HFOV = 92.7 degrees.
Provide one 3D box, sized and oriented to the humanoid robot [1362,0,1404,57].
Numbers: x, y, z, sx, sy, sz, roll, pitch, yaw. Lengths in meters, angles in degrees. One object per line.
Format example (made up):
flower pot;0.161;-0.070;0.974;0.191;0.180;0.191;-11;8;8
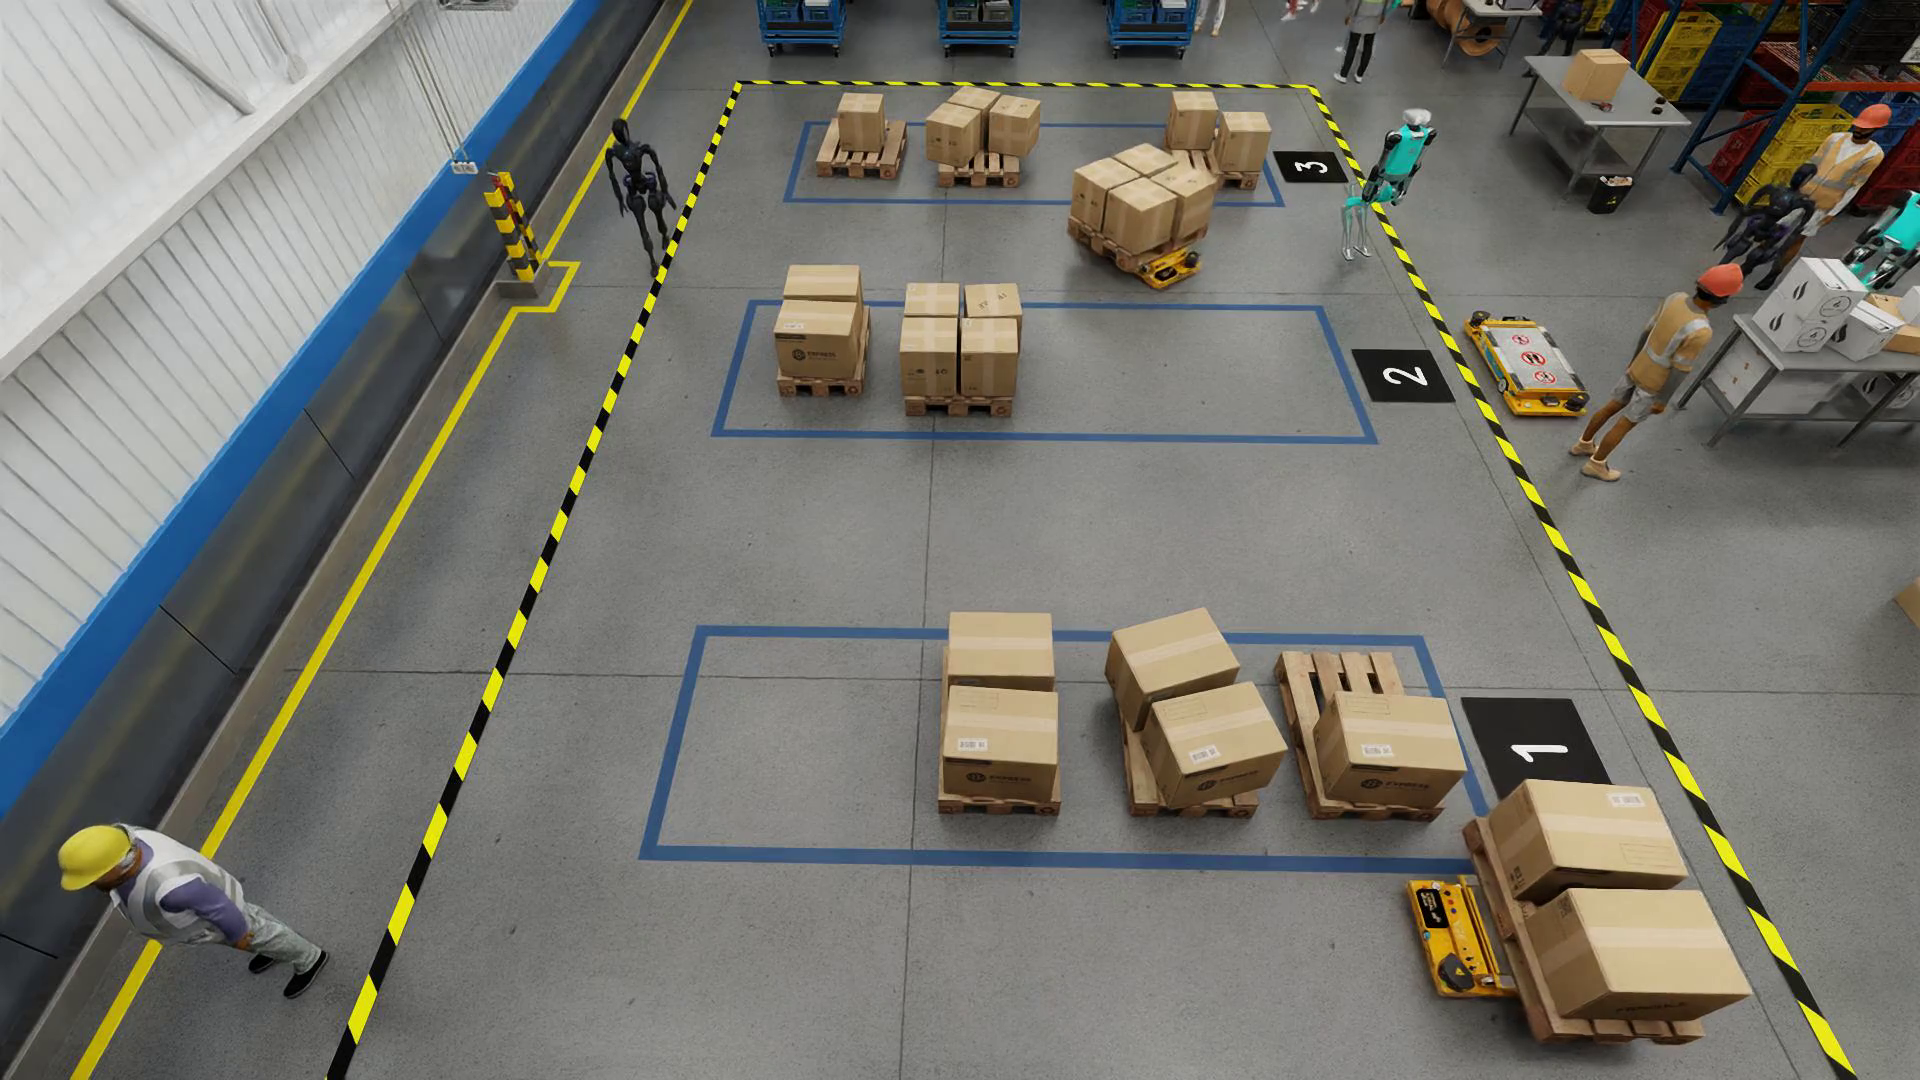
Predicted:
humanoid robot;6.301;-8.029;13.591;0.751;1.897;0.548;35;58;26

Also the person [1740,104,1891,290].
person;8.832;-3.527;9.479;0.340;1.942;0.551;-22;53;-18

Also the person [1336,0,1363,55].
person;5.960;-8.179;13.641;0.498;1.724;0.386;-26;54;-21

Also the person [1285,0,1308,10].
person;5.696;-9.662;14.846;0.337;1.865;0.508;21;52;17

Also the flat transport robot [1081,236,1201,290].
flat transport robot;2.000;-3.364;10.427;0.652;0.197;1.431;-29;55;-23

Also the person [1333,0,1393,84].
person;5.746;-7.436;12.933;0.590;1.852;0.399;0;49;0

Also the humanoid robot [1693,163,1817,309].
humanoid robot;7.971;-2.961;9.186;0.748;1.631;0.595;-32;56;-25

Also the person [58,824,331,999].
person;-3.984;1.947;4.813;0.601;1.829;0.404;23;53;18

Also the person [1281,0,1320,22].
person;5.568;-9.270;14.476;0.587;1.899;0.612;-29;55;-23

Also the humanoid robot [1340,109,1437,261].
humanoid robot;4.466;-3.856;9.808;0.533;1.681;0.735;-11;50;-9

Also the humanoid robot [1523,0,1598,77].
humanoid robot;8.757;-7.496;13.126;0.793;1.626;0.614;-16;51;-14

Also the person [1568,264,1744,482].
person;5.705;-1.348;7.527;0.368;2.044;0.613;4;49;3

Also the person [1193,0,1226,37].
person;3.978;-8.779;14.091;0.635;1.841;0.429;22;53;18

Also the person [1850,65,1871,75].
person;13.458;-7.690;13.146;0.327;1.843;0.512;8;50;7

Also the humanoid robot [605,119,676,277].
humanoid robot;-3.406;-3.737;9.877;0.611;1.630;0.794;-8;50;-7

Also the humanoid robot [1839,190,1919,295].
humanoid robot;8.544;-2.498;8.771;0.851;1.832;0.535;-19;52;-16

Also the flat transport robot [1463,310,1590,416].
flat transport robot;5.573;-1.757;9.054;0.659;0.231;1.431;1;49;1

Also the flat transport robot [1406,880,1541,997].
flat transport robot;3.507;2.362;5.471;1.431;0.197;0.652;1;49;1
